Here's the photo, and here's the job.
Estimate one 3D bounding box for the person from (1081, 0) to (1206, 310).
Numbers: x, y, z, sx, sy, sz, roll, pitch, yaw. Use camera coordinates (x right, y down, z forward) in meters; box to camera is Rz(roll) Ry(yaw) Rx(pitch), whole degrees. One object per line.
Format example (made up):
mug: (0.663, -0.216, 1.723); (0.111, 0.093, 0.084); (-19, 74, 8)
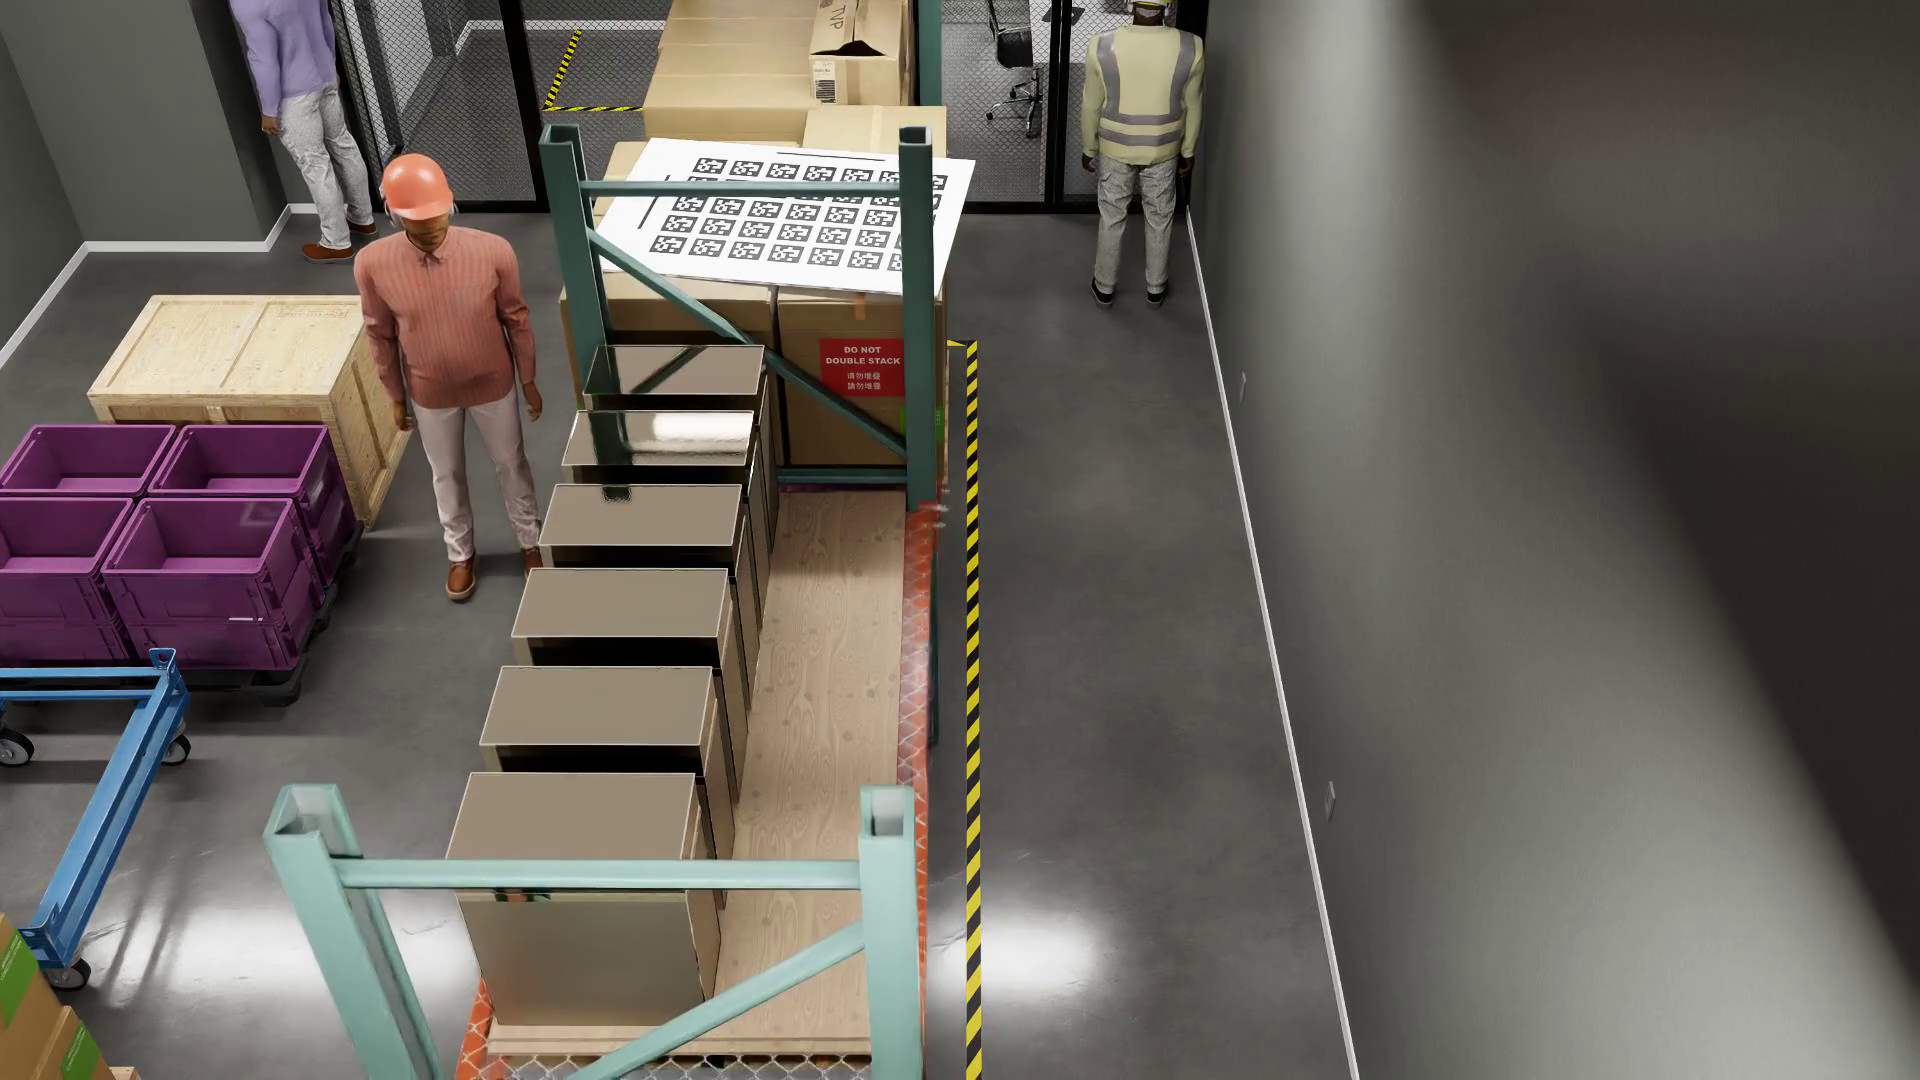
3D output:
person: (0.889, -1.972, 8.220); (0.596, 1.832, 0.404); (1, 41, 2)

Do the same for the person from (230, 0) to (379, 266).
person: (-3.399, -2.340, 8.562); (0.370, 1.938, 0.631); (11, 42, 12)

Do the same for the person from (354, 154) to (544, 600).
person: (-1.958, -0.614, 6.545); (0.612, 1.996, 0.386); (-8, 42, -9)
